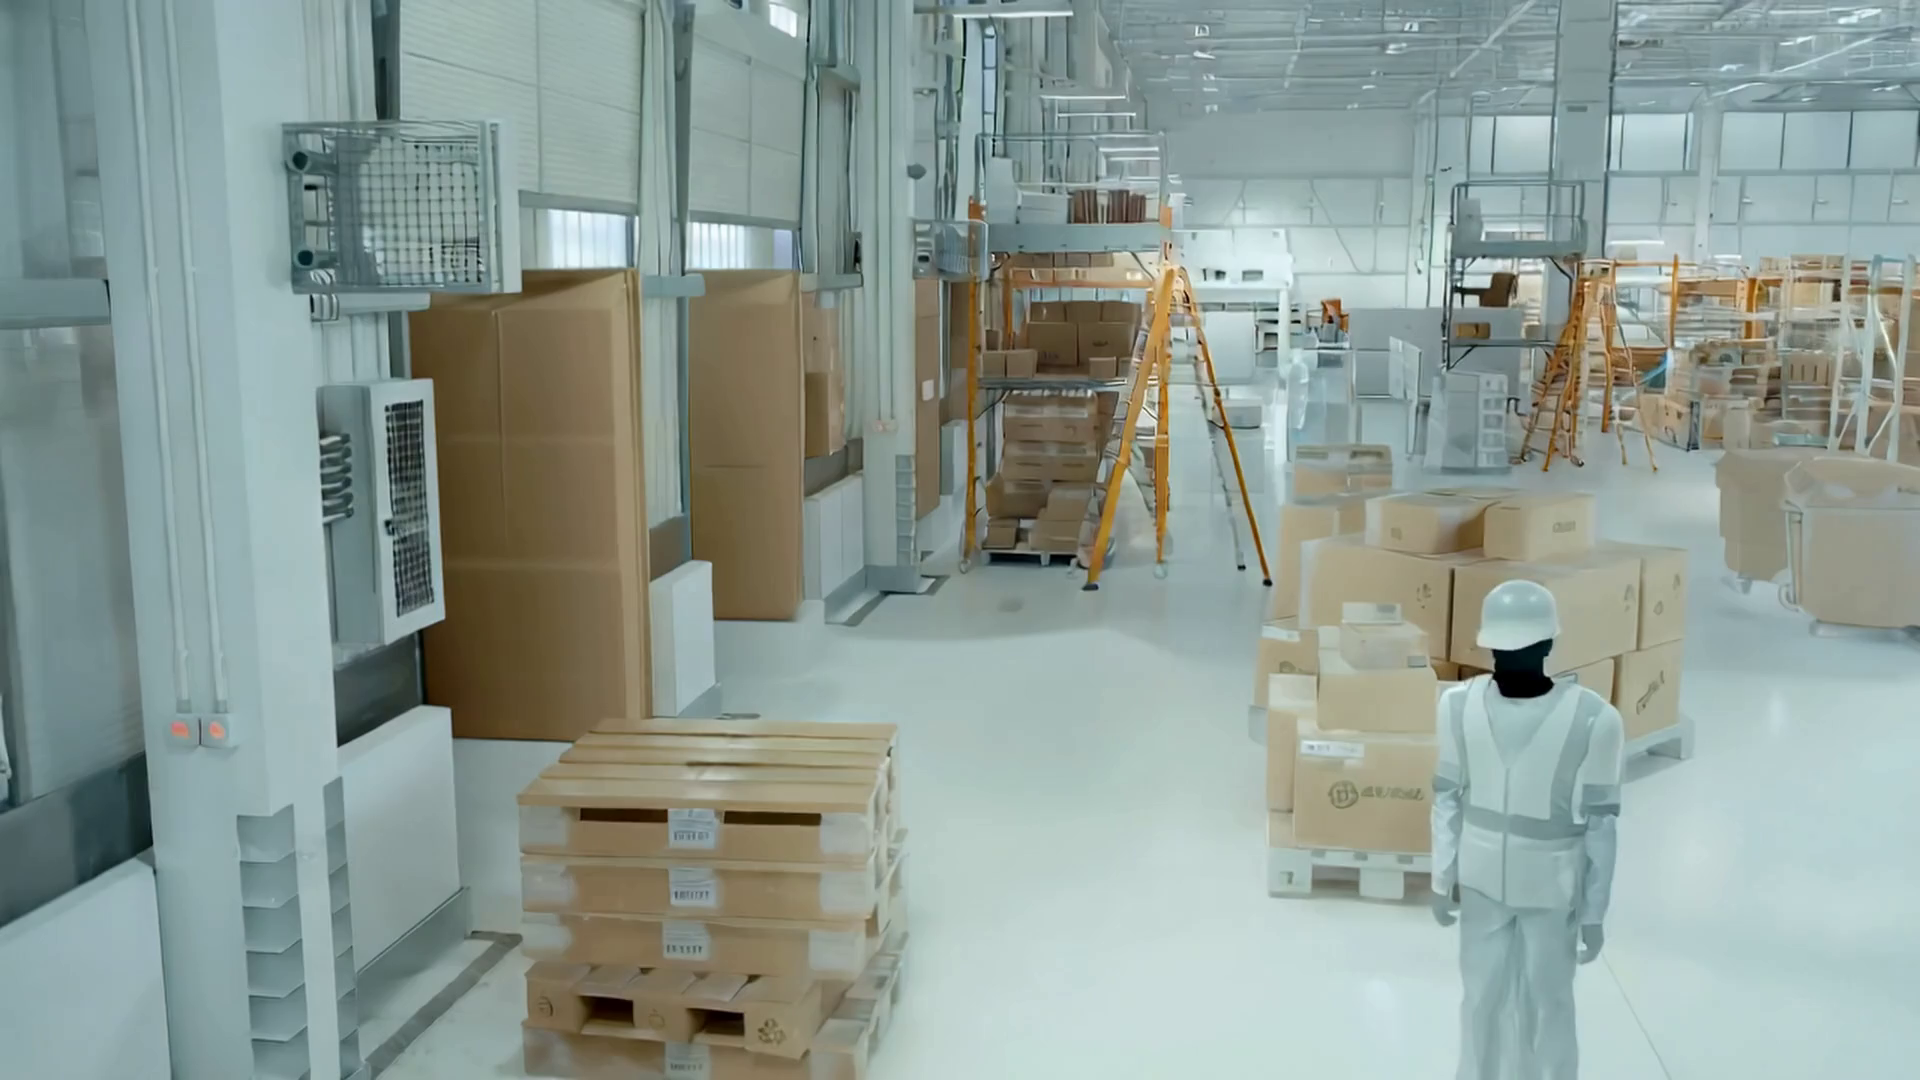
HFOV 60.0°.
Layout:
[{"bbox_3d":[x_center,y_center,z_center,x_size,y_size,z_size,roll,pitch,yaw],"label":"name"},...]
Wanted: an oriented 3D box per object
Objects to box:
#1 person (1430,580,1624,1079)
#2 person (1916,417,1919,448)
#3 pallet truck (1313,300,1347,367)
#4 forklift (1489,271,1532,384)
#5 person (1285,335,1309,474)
[{"bbox_3d":[1.724,1.064,5.171,0.587,1.918,0.398,7,12,38],"label":"person"},{"bbox_3d":[15.598,-2.332,26.667,0.320,1.739,0.484,8,12,42],"label":"person"},{"bbox_3d":[11.159,-6.200,49.718,0.823,1.965,1.885,4,10,26],"label":"pallet truck"},{"bbox_3d":[13.426,-5.323,41.594,1.873,2.768,1.129,1,9,9],"label":"forklift"},{"bbox_3d":[4.703,-1.900,23.374,0.347,1.943,0.545,-1,9,-7],"label":"person"}]
